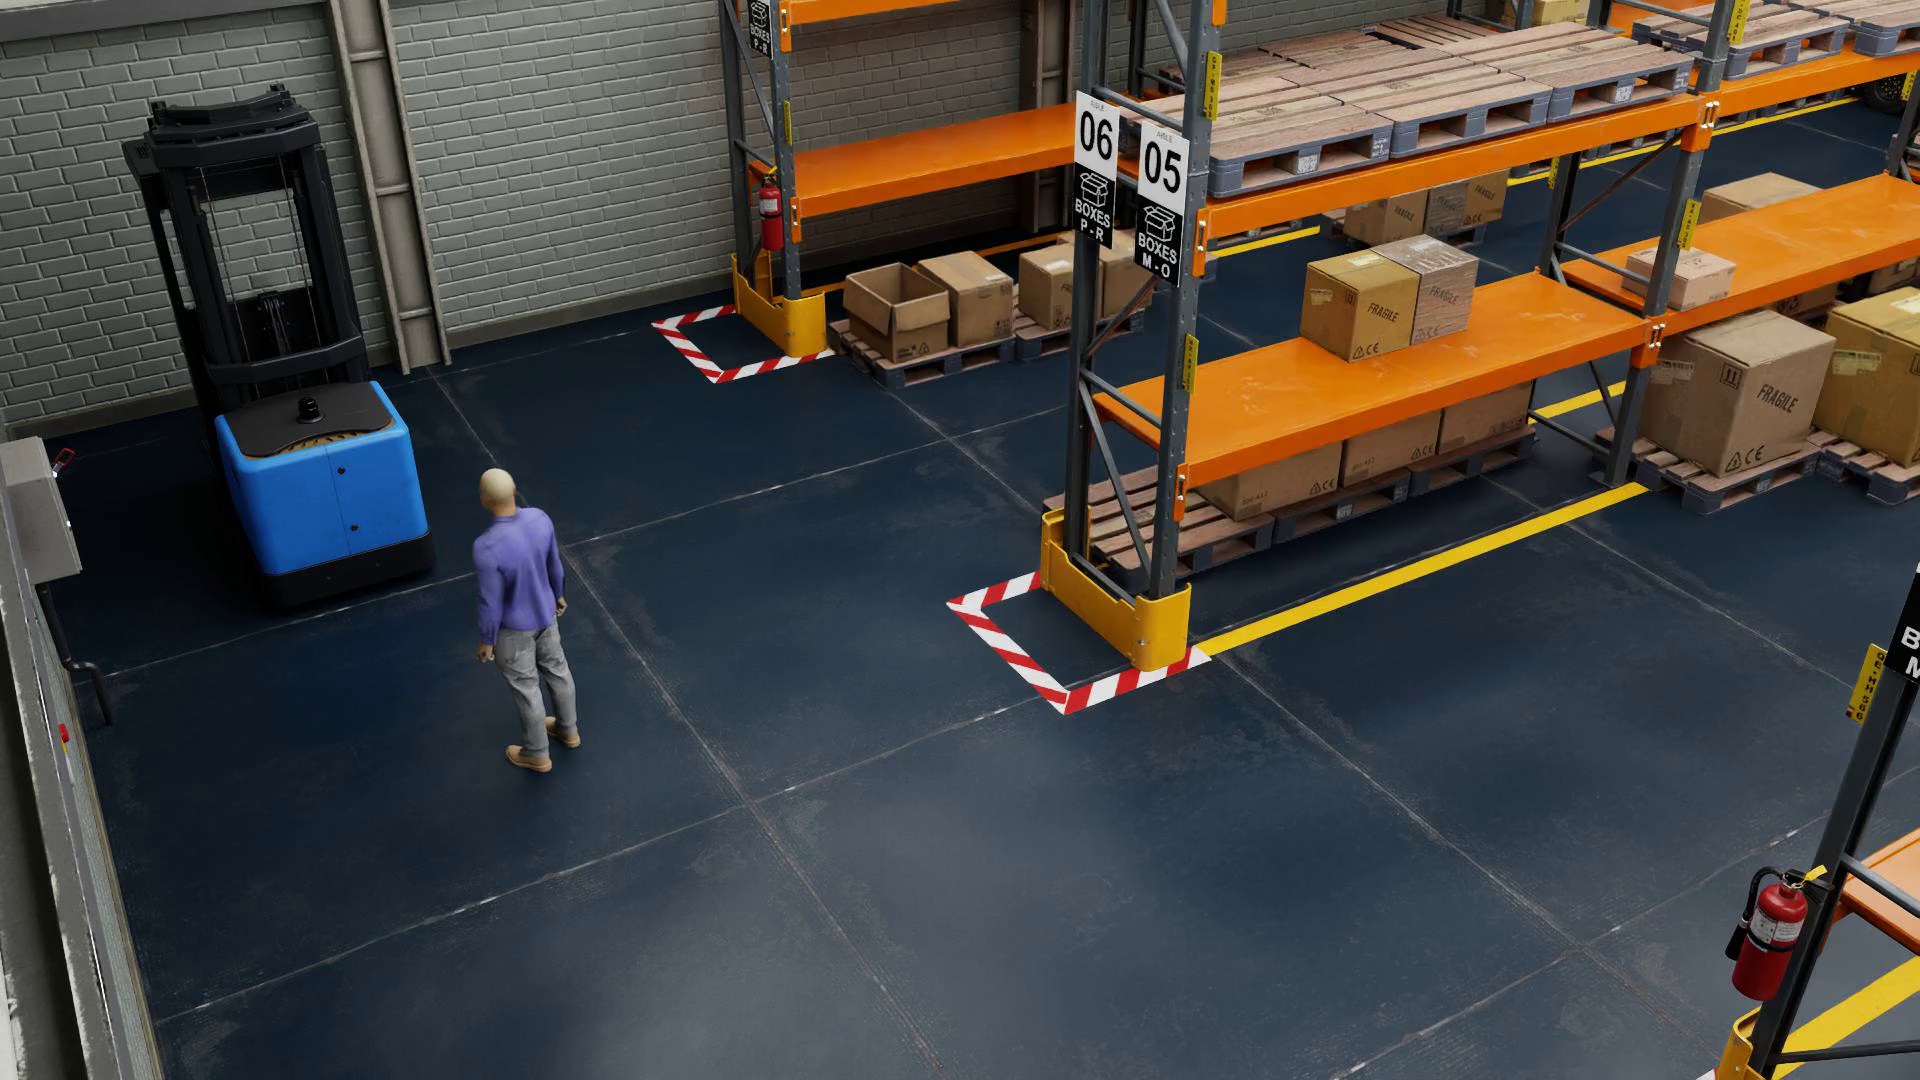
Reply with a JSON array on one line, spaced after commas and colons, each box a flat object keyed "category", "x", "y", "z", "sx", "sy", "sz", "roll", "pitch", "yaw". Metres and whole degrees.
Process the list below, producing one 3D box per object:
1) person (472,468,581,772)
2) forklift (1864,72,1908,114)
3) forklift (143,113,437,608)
[{"category": "person", "x": -2.290, "y": 0.431, "z": 8.790, "sx": 0.375, "sy": 1.796, "sz": 0.606, "roll": 18, "pitch": 36, "yaw": 27}, {"category": "forklift", "x": 11.468, "y": -5.645, "z": 18.244, "sx": 1.214, "sy": 2.155, "sz": 2.313, "roll": -17, "pitch": 36, "yaw": -26}, {"category": "forklift", "x": -4.289, "y": -1.259, "z": 10.509, "sx": 1.129, "sy": 2.768, "sz": 1.873, "roll": -17, "pitch": 36, "yaw": -26}]
